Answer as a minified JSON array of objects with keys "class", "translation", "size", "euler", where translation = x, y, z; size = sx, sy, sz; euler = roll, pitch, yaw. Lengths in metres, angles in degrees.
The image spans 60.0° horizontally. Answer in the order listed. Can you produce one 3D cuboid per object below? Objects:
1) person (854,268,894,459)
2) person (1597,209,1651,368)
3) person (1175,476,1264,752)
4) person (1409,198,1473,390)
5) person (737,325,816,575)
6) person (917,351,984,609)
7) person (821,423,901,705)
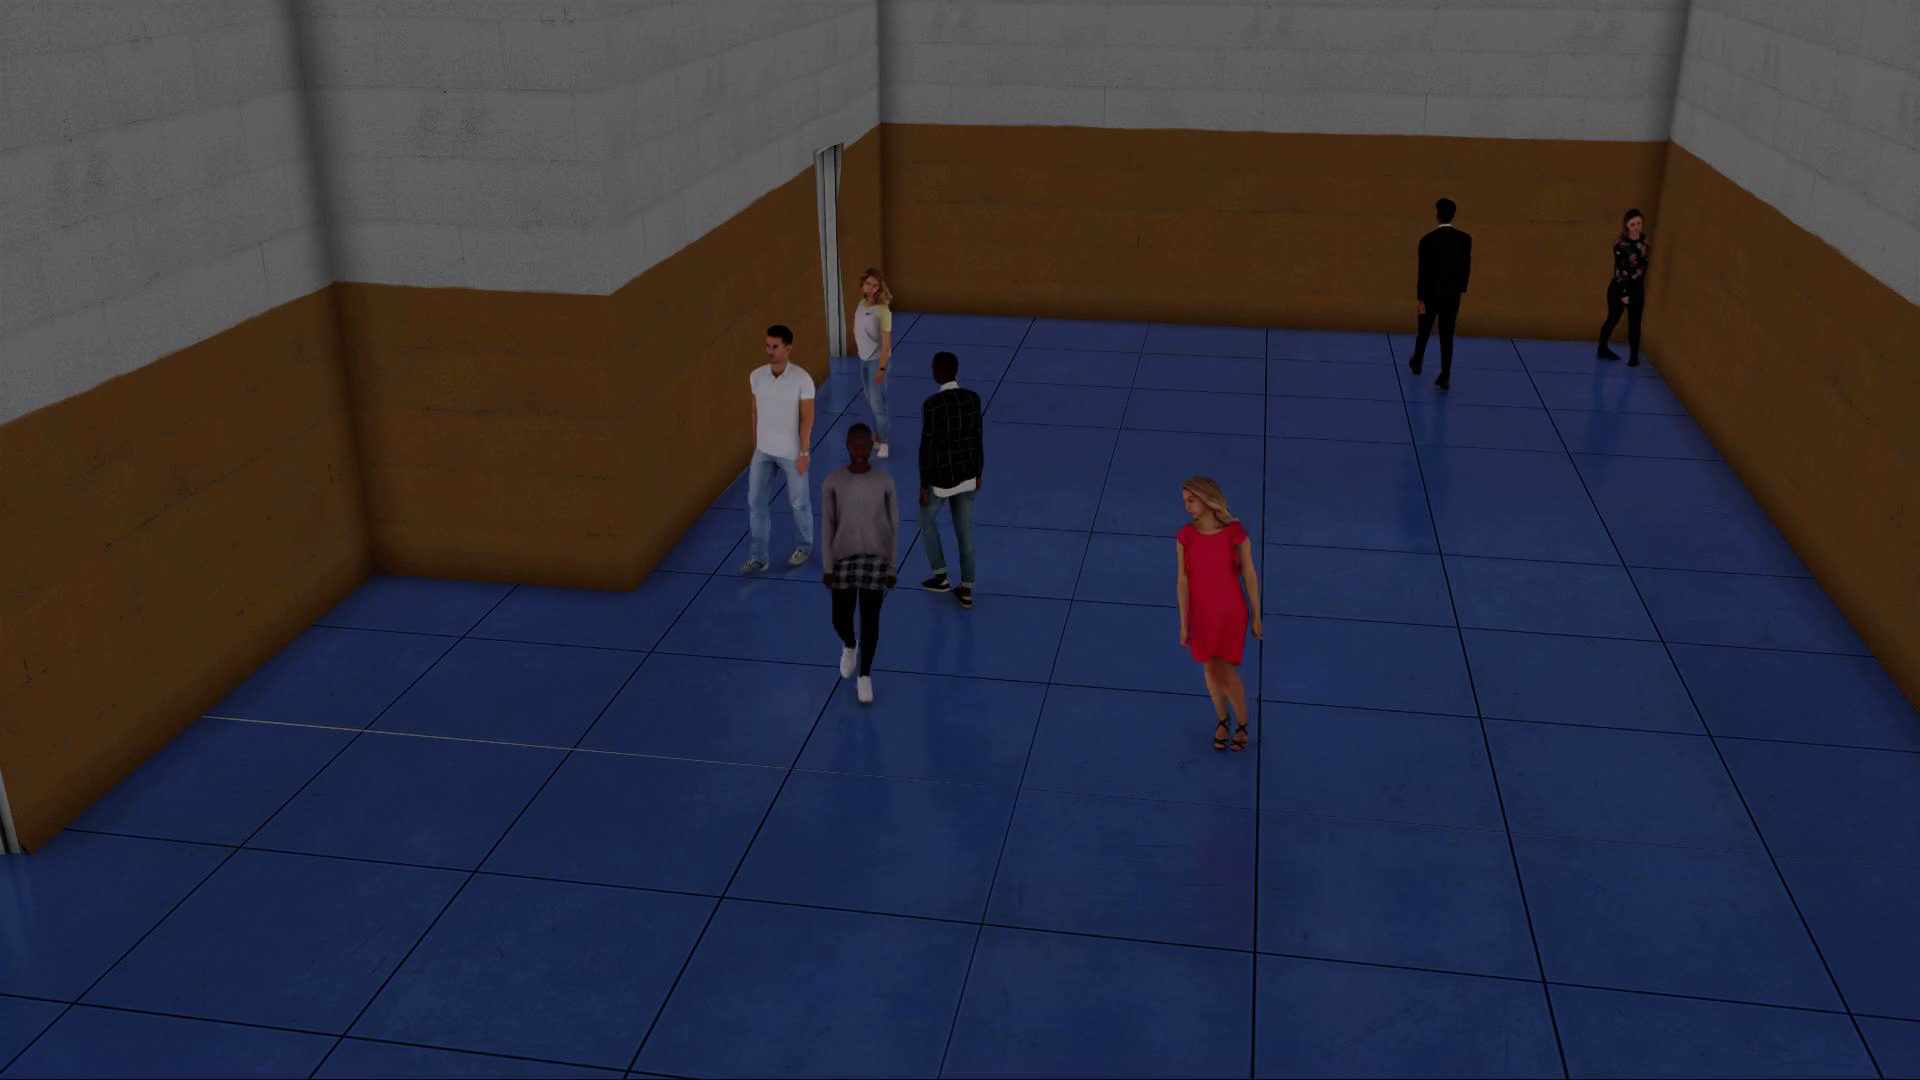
[{"class":"person","translation":[-0.734,-1.566,14.494],"size":[0.844,1.705,0.834],"euler":[-6,23,-15]},{"class":"person","translation":[6.869,-2.614,17.218],"size":[0.976,1.635,0.919],"euler":[-9,24,-21]},{"class":"person","translation":[1.511,0.441,9.546],"size":[0.657,1.686,0.822],"euler":[4,22,10]},{"class":"person","translation":[4.773,-2.387,16.379],"size":[1.148,1.839,0.873],"euler":[0,22,1]},{"class":"person","translation":[-1.255,-0.678,12.125],"size":[0.940,1.840,0.880],"euler":[9,24,21]},{"class":"person","translation":[-0.020,-0.378,11.430],"size":[0.865,1.801,0.937],"euler":[-11,24,-25]},{"class":"person","translation":[-0.627,0.107,10.268],"size":[0.776,1.768,0.810],"euler":[-3,22,-6]}]
